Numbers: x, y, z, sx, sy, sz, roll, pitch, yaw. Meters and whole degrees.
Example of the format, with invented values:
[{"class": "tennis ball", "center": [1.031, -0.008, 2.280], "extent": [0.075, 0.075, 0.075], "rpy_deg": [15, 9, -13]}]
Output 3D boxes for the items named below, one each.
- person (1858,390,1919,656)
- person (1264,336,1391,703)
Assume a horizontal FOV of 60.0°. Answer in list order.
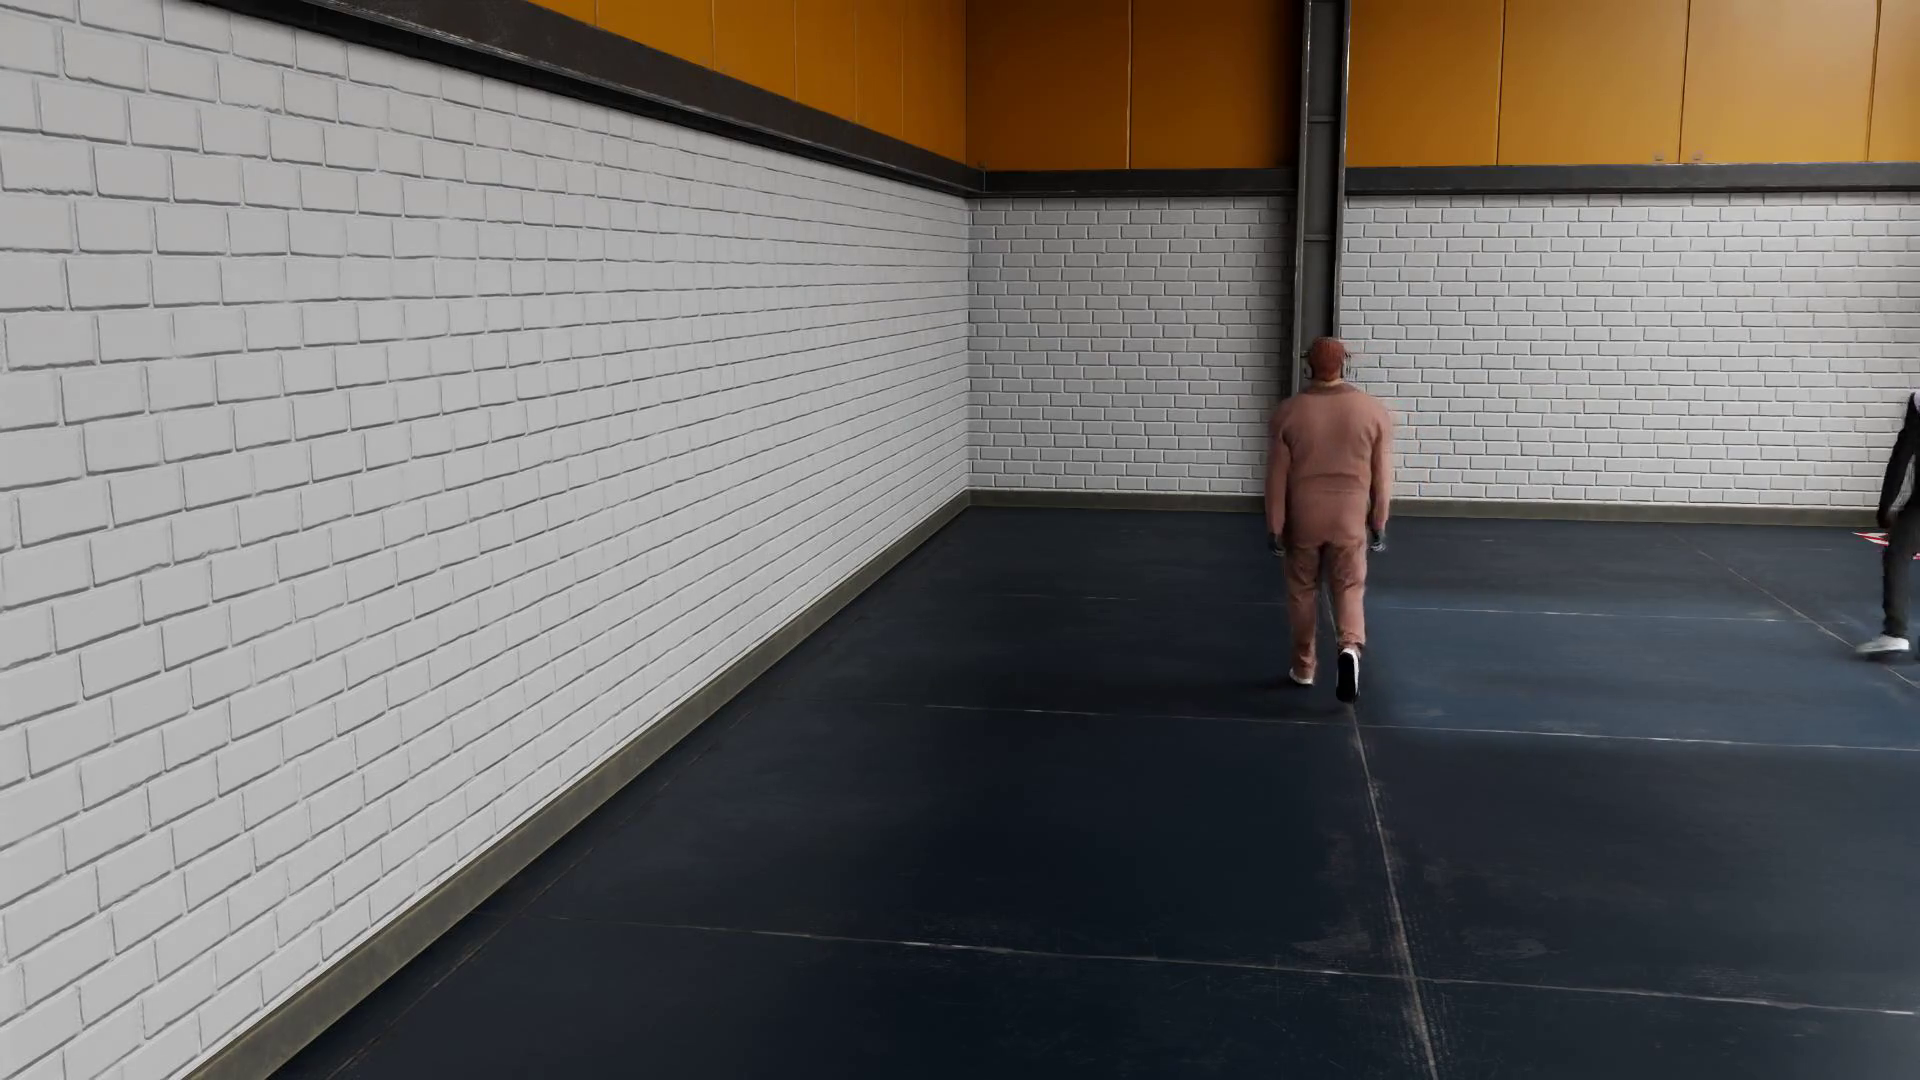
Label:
[{"class": "person", "center": [5.558, -0.216, 9.368], "extent": [0.700, 1.873, 0.404], "rpy_deg": [2, 9, 13]}, {"class": "person", "center": [1.899, -0.109, 8.620], "extent": [0.654, 1.883, 0.785], "rpy_deg": [1, 9, 5]}]
